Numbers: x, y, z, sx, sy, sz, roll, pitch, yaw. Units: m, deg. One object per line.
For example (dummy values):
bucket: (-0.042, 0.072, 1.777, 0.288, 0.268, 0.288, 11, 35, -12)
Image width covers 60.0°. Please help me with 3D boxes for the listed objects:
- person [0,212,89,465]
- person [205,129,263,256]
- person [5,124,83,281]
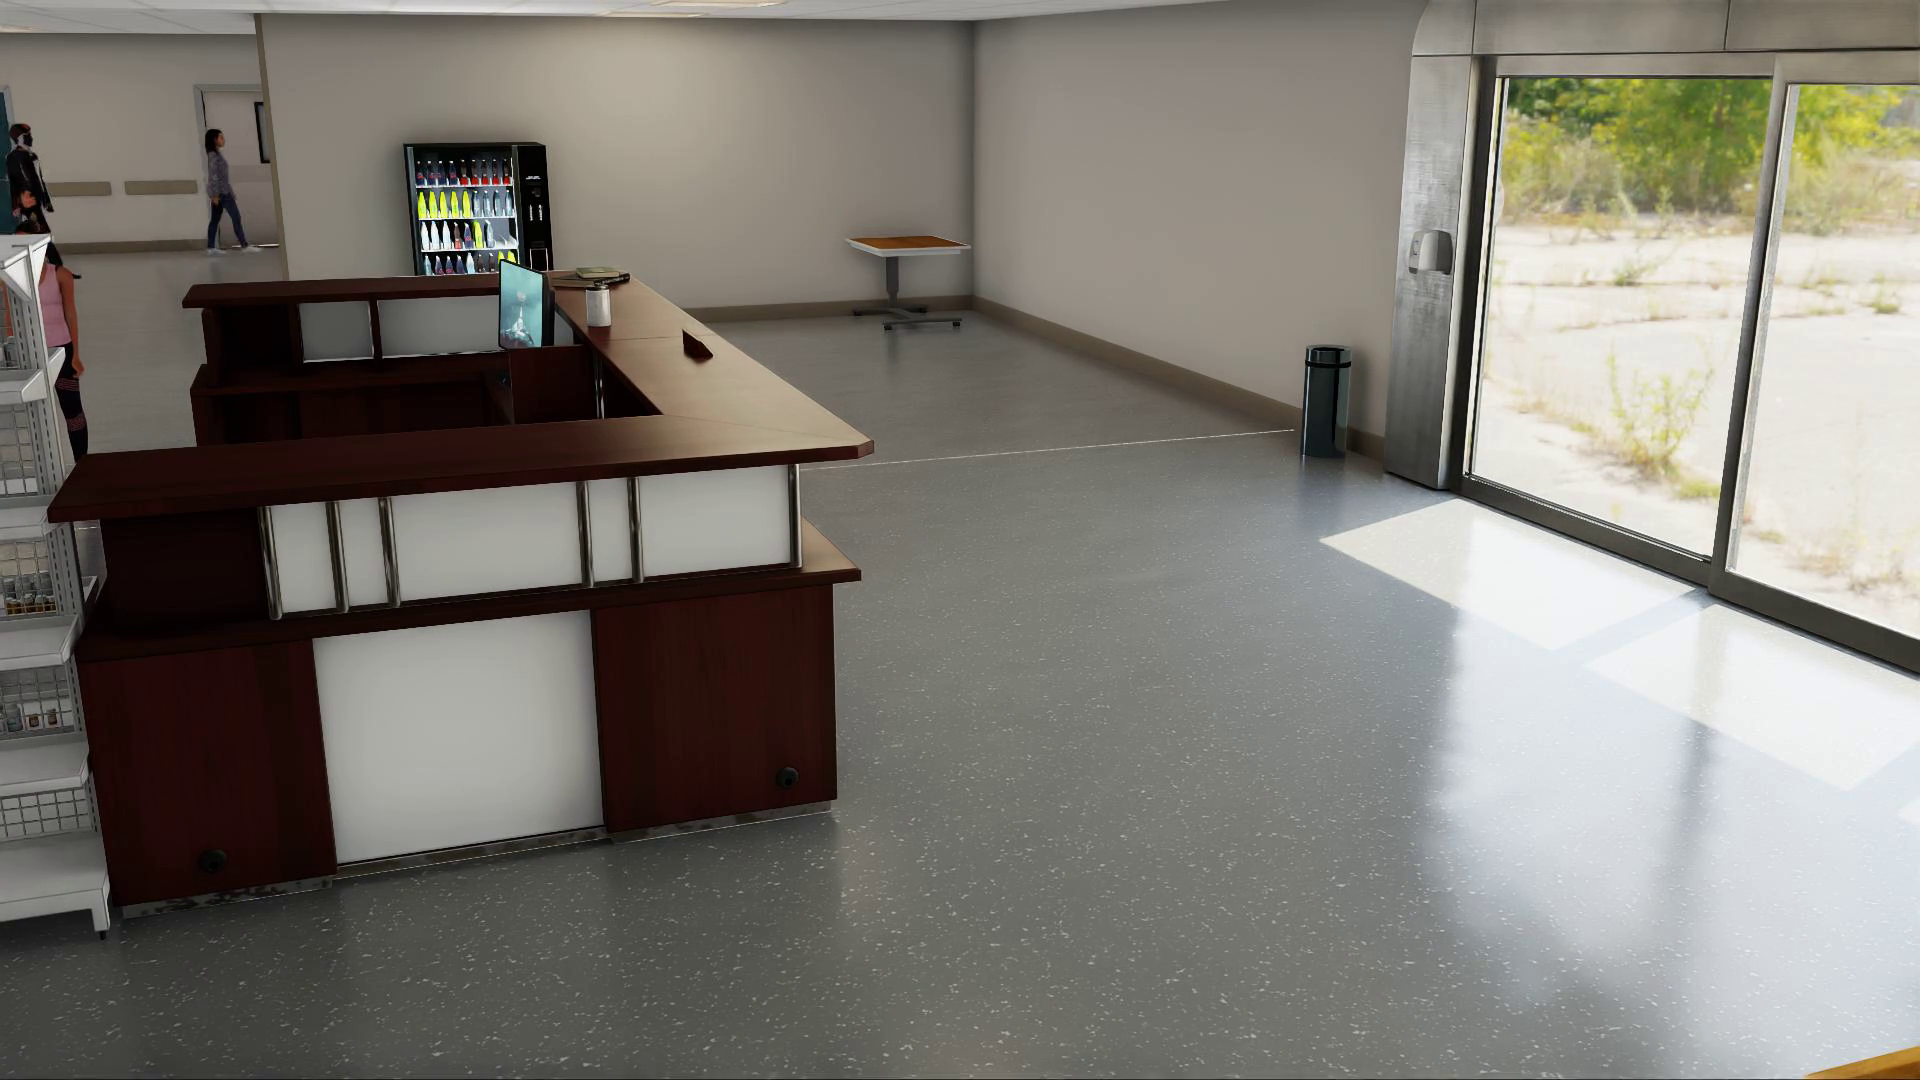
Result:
person: (-5.624, -1.169, 10.227, 0.482, 1.666, 0.639, -4, 16, -14)
person: (-10.289, -4.762, 22.895, 0.933, 1.707, 0.641, -7, 17, -23)
person: (-11.205, -3.989, 19.890, 1.298, 1.851, 0.919, -1, 16, -5)
